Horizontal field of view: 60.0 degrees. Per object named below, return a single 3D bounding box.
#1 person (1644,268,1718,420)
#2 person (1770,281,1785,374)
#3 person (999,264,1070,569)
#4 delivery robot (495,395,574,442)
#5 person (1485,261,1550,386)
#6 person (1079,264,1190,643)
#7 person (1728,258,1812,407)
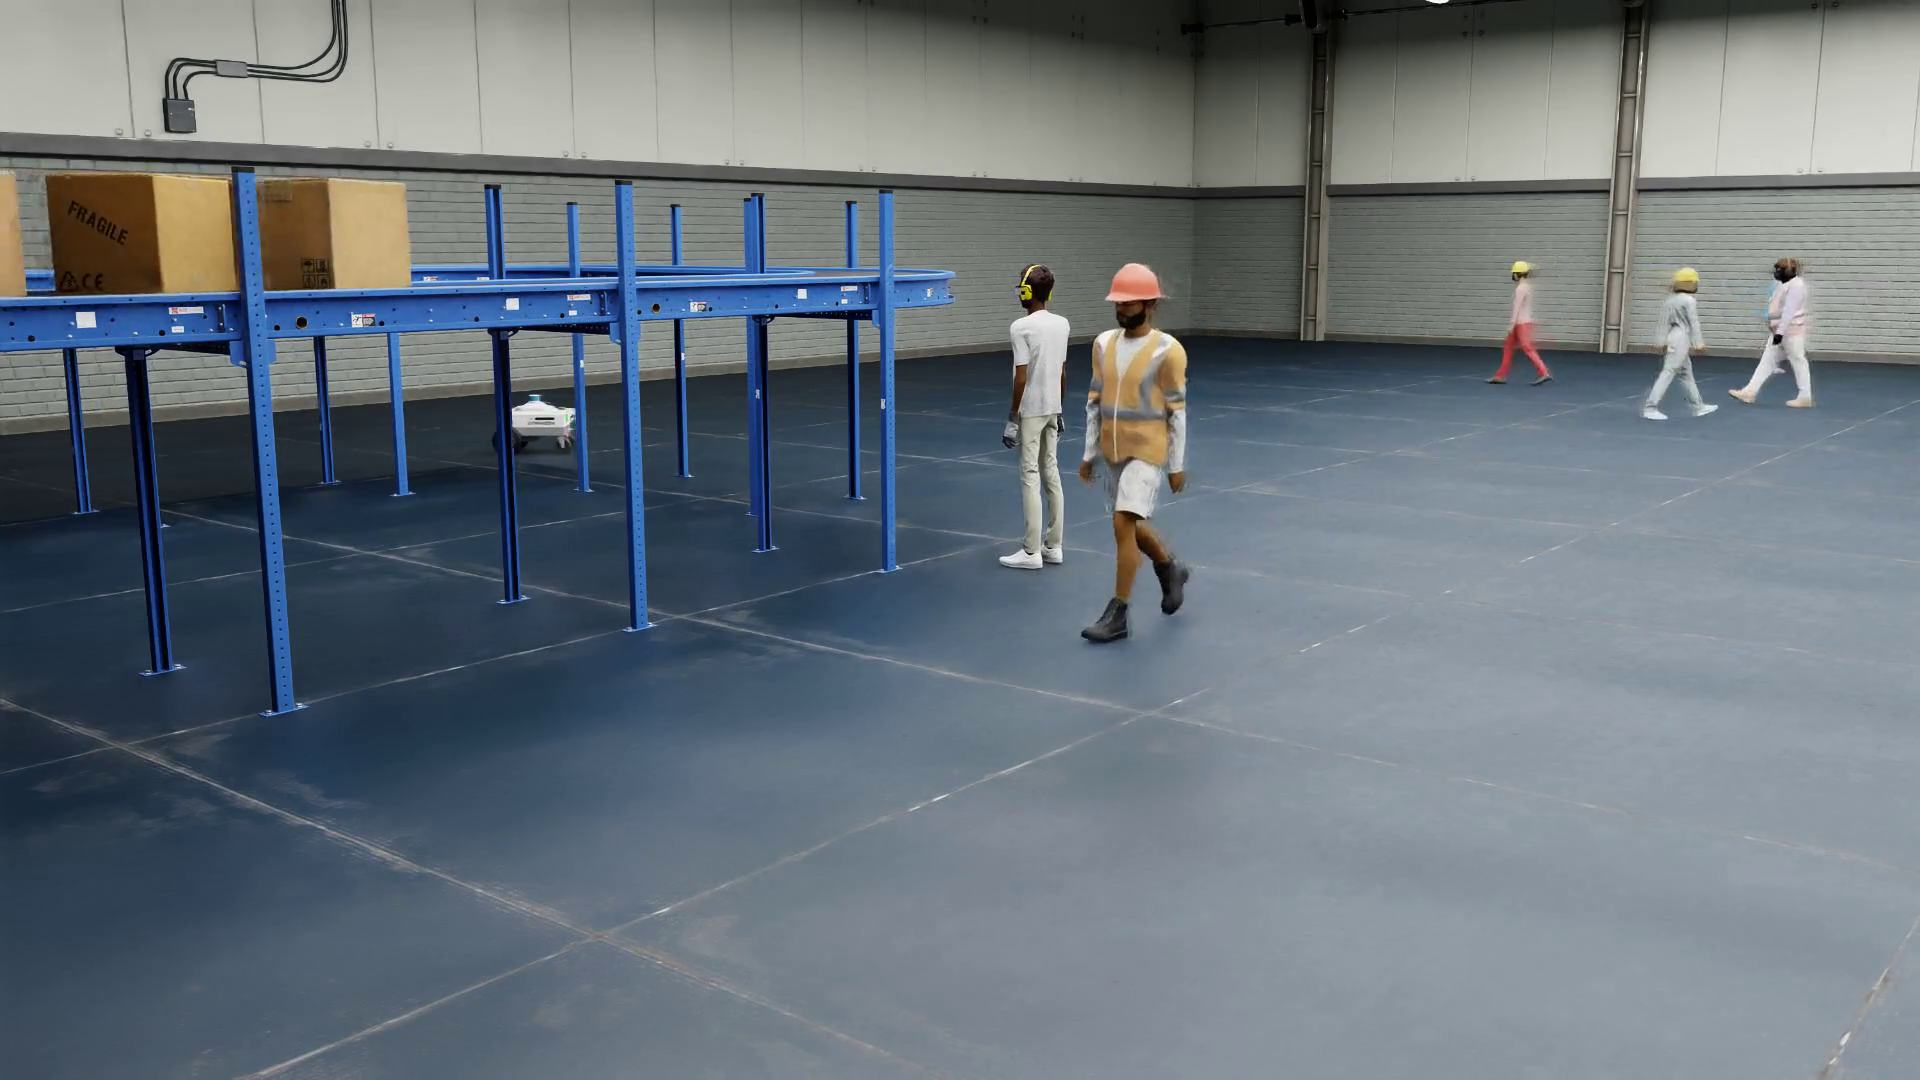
[{"bbox_3d":[8.196,-2.210,18.805,0.909,1.695,0.492,0,10,1],"label":"person"},{"bbox_3d":[12.387,-3.341,25.075,0.374,1.682,0.555,3,11,18],"label":"person"},{"bbox_3d":[0.461,-0.766,10.315,0.328,1.872,0.515,9,14,41],"label":"person"},{"bbox_3d":[-4.074,-1.151,15.951,0.707,0.478,0.477,-1,10,-4],"label":"delivery robot"},{"bbox_3d":[7.887,-3.038,23.302,0.883,1.728,0.532,5,11,25],"label":"person"},{"bbox_3d":[0.945,-0.473,8.613,0.885,1.908,0.547,-10,14,-44],"label":"person"},{"bbox_3d":[9.944,-2.516,20.202,0.958,1.789,0.642,1,10,7],"label":"person"}]
